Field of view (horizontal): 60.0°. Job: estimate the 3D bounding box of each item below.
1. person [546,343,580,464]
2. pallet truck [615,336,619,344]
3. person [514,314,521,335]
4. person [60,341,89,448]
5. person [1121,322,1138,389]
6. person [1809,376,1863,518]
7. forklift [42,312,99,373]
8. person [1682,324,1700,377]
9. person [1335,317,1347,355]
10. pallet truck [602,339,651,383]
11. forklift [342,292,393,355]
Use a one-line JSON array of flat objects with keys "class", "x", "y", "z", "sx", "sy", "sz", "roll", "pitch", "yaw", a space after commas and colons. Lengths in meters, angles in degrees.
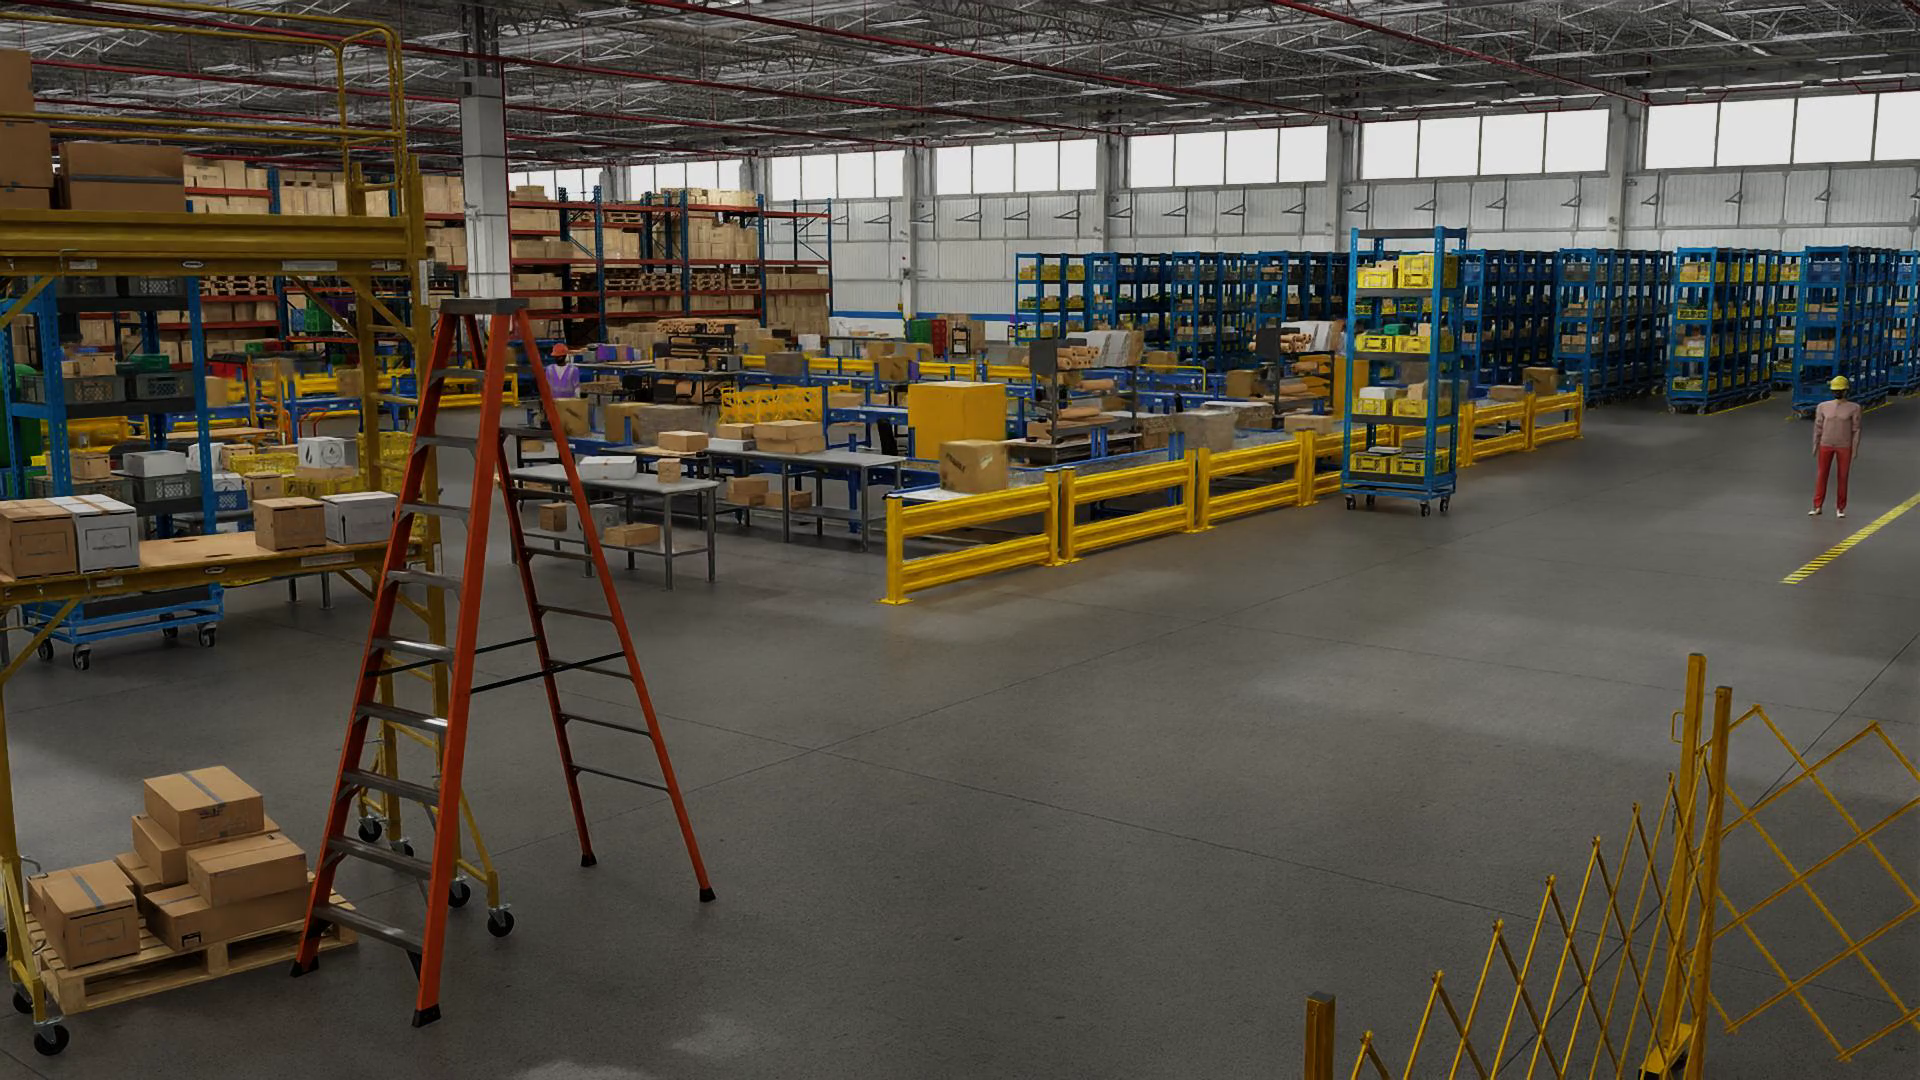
[{"class": "person", "x": -6.325, "y": -2.162, "z": 26.478, "sx": 0.544, "sy": 1.933, "sz": 0.376, "roll": 0, "pitch": 9, "yaw": 2}, {"class": "pallet truck", "x": -10.690, "y": -5.294, "z": 48.215, "sx": 1.601, "sy": 1.201, "sz": 0.680, "roll": -5, "pitch": 10, "yaw": -26}, {"class": "person", "x": -13.245, "y": -5.851, "z": 49.668, "sx": 0.822, "sy": 1.883, "sz": 0.650, "roll": -7, "pitch": 12, "yaw": -39}, {"class": "person", "x": -15.126, "y": -2.439, "z": 28.339, "sx": 0.427, "sy": 1.888, "sz": 0.648, "roll": -9, "pitch": 13, "yaw": -44}, {"class": "person", "x": 4.206, "y": -4.592, "z": 42.019, "sx": 0.681, "sy": 1.806, "sz": 0.615, "roll": 3, "pitch": 9, "yaw": 16}, {"class": "person", "x": 10.932, "y": -1.162, "z": 20.749, "sx": 0.526, "sy": 1.769, "sz": 0.330, "roll": 7, "pitch": 11, "yaw": 37}, {"class": "forklift", "x": -23.779, "y": -5.451, "z": 44.052, "sx": 1.873, "sy": 2.768, "sz": 1.129, "roll": 7, "pitch": 11, "yaw": 36}, {"class": "person", "x": 18.345, "y": -4.583, "z": 41.482, "sx": 0.694, "sy": 1.965, "sz": 0.599, "roll": 1, "pitch": 9, "yaw": 6}, {"class": "person", "x": 8.967, "y": -4.188, "z": 38.871, "sx": 0.698, "sy": 2.025, "sz": 0.618, "roll": 5, "pitch": 10, "yaw": 27}, {"class": "pallet truck", "x": -8.991, "y": -4.871, "z": 45.351, "sx": 0.653, "sy": 1.274, "sz": 1.630, "roll": 7, "pitch": 11, "yaw": 37}, {"class": "forklift", "x": -16.485, "y": -5.622, "z": 45.120, "sx": 1.129, "sy": 2.768, "sz": 1.873, "roll": 7, "pitch": 11, "yaw": 37}]
